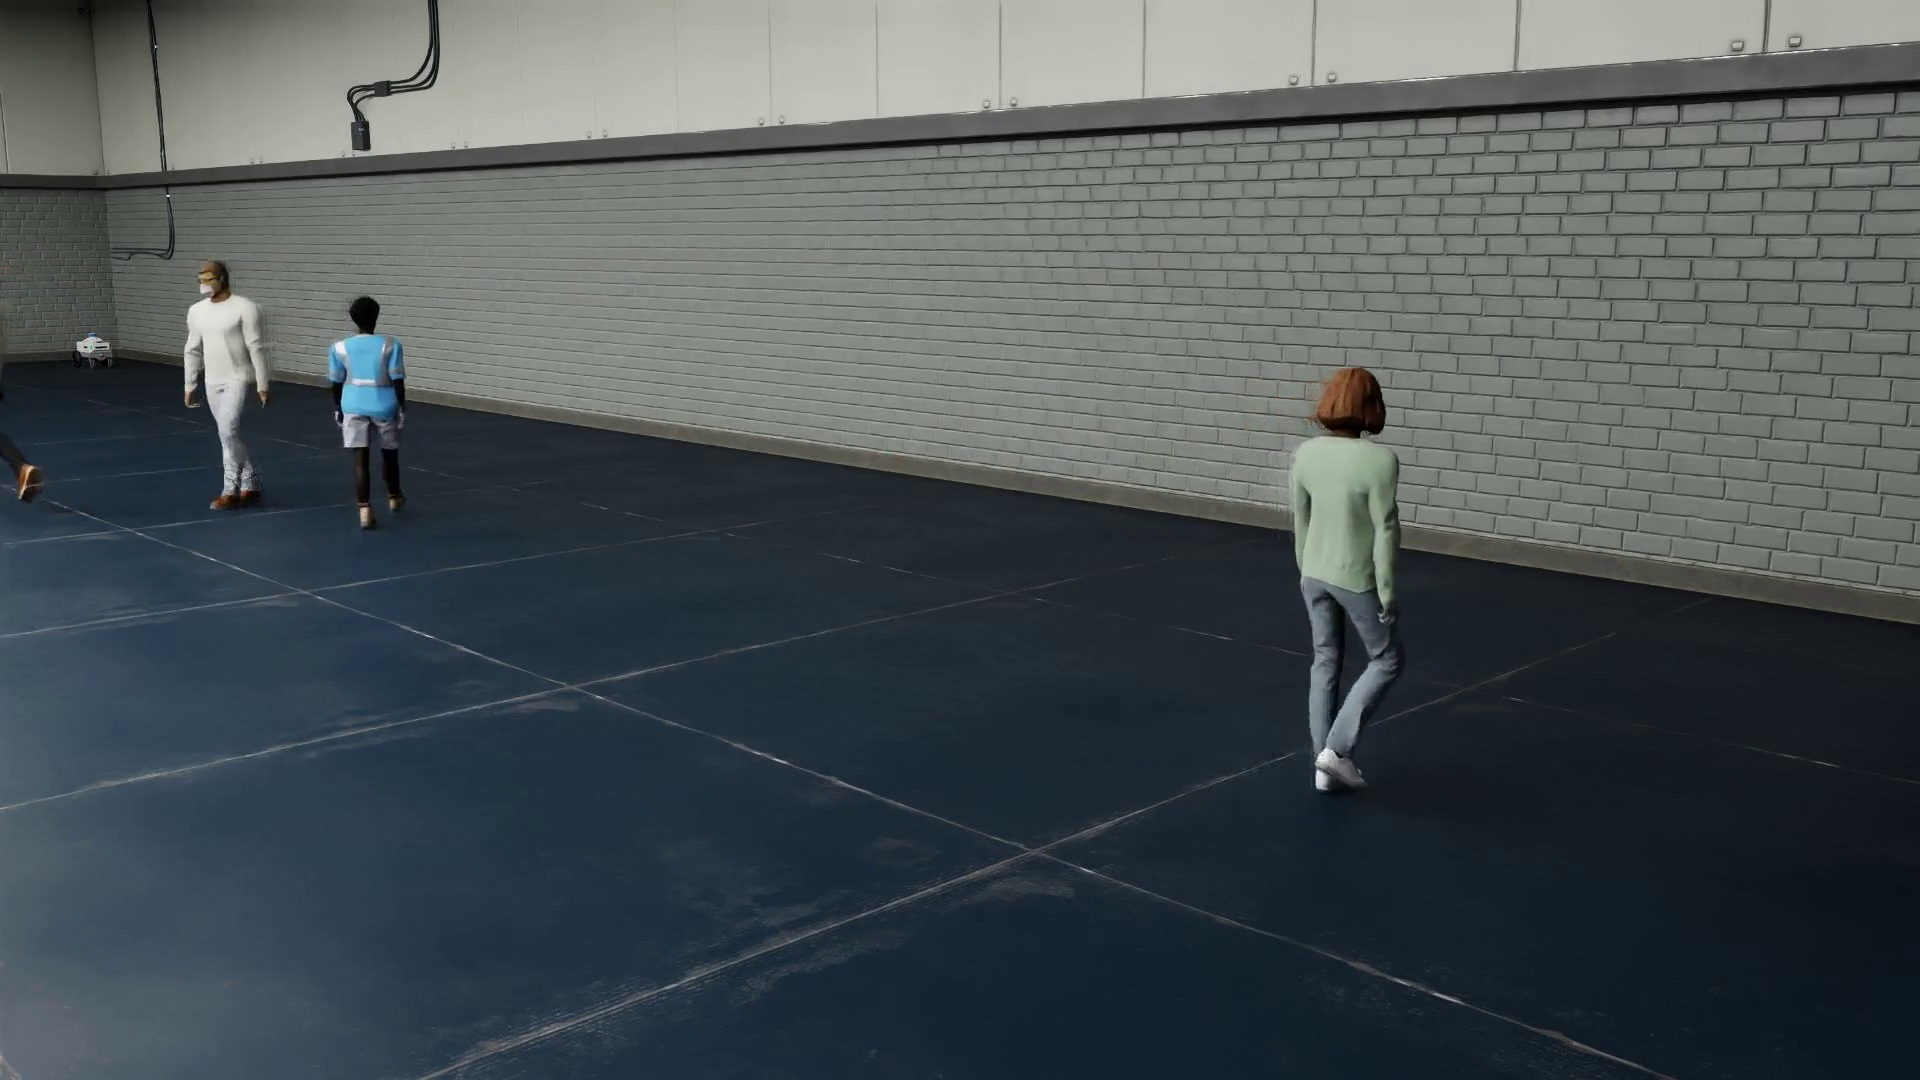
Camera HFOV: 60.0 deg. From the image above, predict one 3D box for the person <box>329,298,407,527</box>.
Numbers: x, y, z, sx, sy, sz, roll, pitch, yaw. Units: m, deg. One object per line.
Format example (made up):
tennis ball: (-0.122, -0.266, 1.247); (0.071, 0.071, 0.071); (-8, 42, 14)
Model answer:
person: (-4.352, -0.961, 12.304); (0.553, 1.644, 0.875); (-2, 11, -9)

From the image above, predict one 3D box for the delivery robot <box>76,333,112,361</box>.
delivery robot: (-13.955, -3.092, 26.803); (0.477, 0.478, 0.707); (-10, 14, -44)

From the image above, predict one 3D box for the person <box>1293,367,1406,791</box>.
person: (1.460, 0.160, 6.262); (0.328, 1.620, 0.532); (-7, 13, -35)

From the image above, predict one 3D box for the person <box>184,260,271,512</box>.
person: (-5.693, -1.172, 12.752); (0.660, 1.908, 0.808); (3, 11, 18)

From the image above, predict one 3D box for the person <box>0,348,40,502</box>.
person: (-7.519, -1.196, 12.723); (0.672, 1.980, 0.627); (2, 11, 13)
